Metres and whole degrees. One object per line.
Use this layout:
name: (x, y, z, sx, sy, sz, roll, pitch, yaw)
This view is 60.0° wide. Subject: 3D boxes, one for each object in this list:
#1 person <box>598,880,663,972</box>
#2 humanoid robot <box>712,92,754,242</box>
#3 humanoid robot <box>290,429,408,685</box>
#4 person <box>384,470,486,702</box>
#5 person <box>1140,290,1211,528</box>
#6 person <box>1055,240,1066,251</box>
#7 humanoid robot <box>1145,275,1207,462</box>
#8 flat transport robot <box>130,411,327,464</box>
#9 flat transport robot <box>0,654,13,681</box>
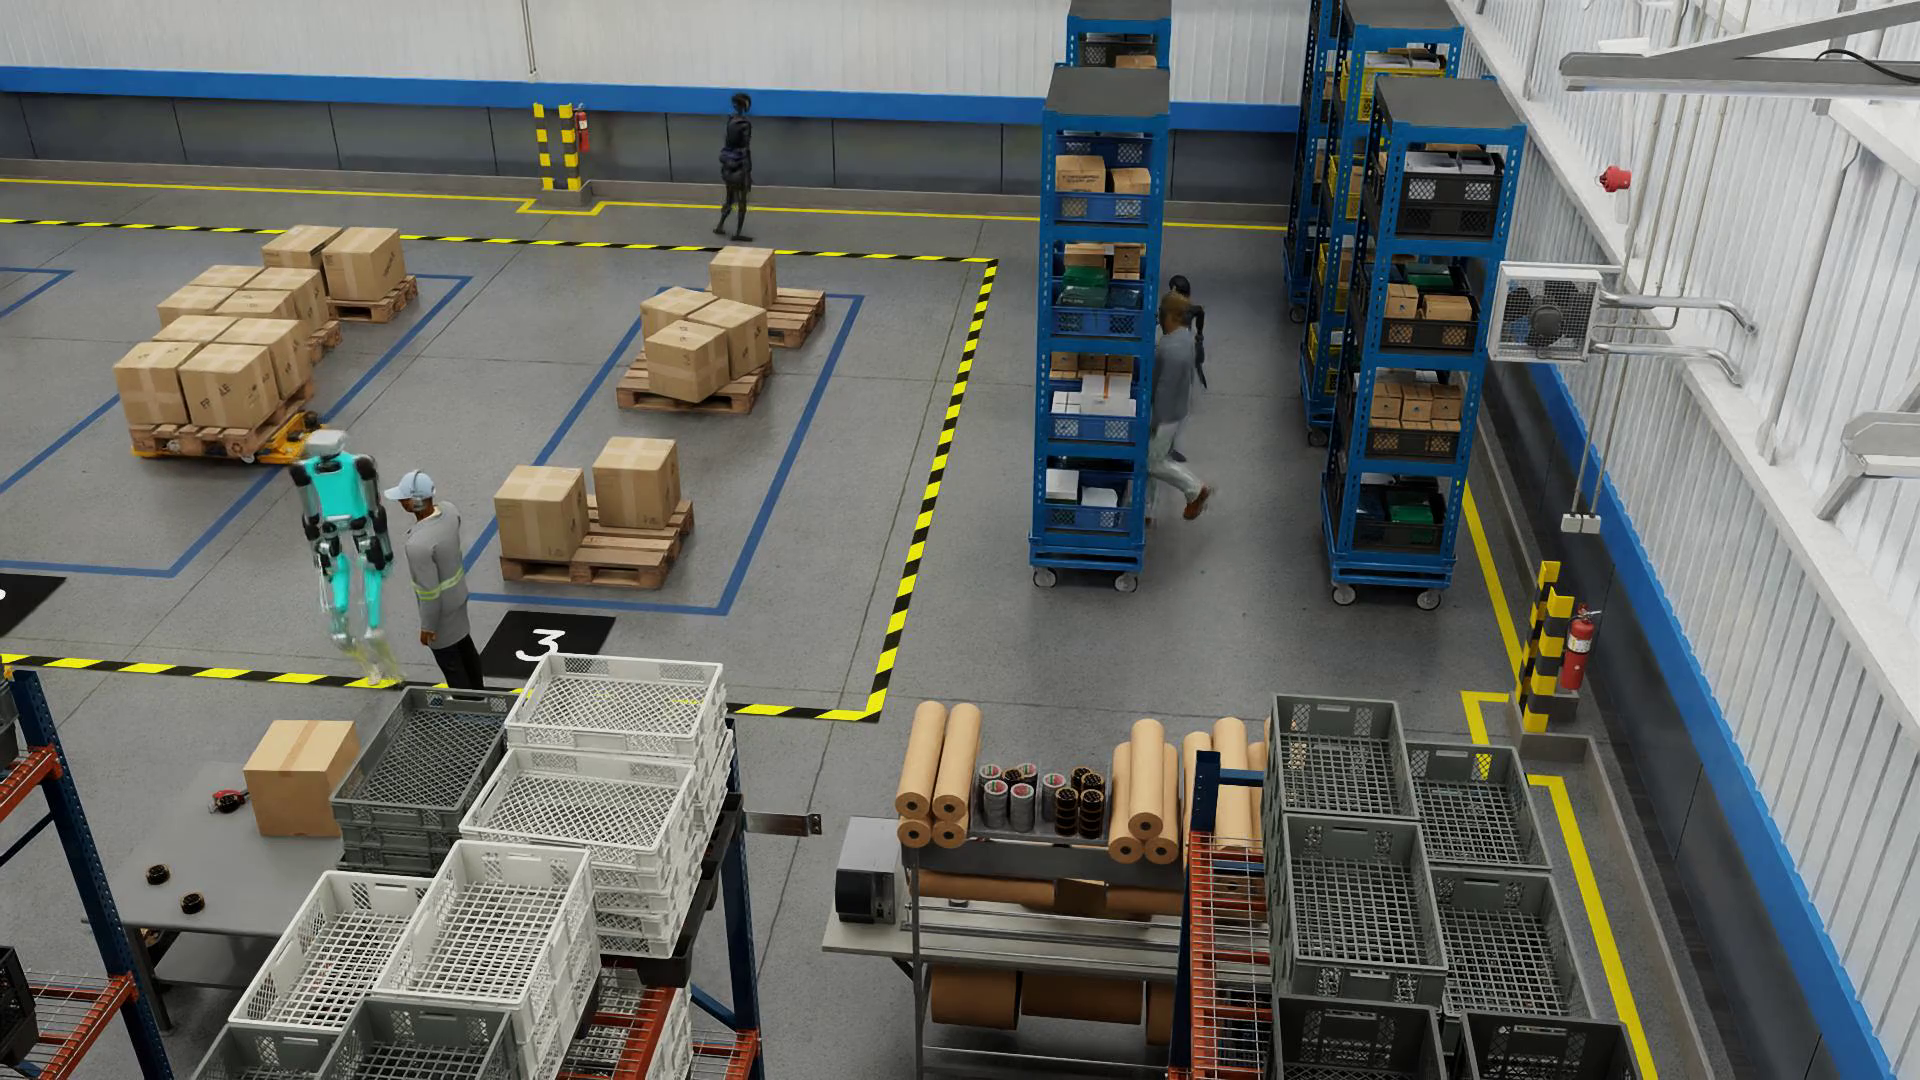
person: (-1.583, 1.742, 8.158, 0.596, 1.808, 0.570, 12, 32, 20)
humanoid robot: (-2.518, -4.103, 18.323, 0.488, 1.636, 0.609, -18, 35, -28)
humanoid robot: (-4.004, 0.218, 10.872, 0.575, 1.789, 0.780, -3, 30, -5)
person: (-3.279, 0.390, 10.429, 0.388, 1.850, 0.598, 2, 30, 4)
person: (1.576, -0.976, 12.748, 0.695, 1.876, 0.658, 0, 30, 0)
person: (1.150, -2.894, 15.957, 0.600, 1.966, 0.368, 20, 35, 30)
humanoid robot: (1.746, -1.389, 13.644, 0.599, 1.657, 0.315, -13, 33, -21)
flat transport robot: (-6.256, -0.917, 14.222, 1.431, 0.197, 0.652, 3, 30, 6)
flat transport robot: (-7.142, 0.969, 11.010, 1.431, 0.231, 0.659, 3, 30, 6)
